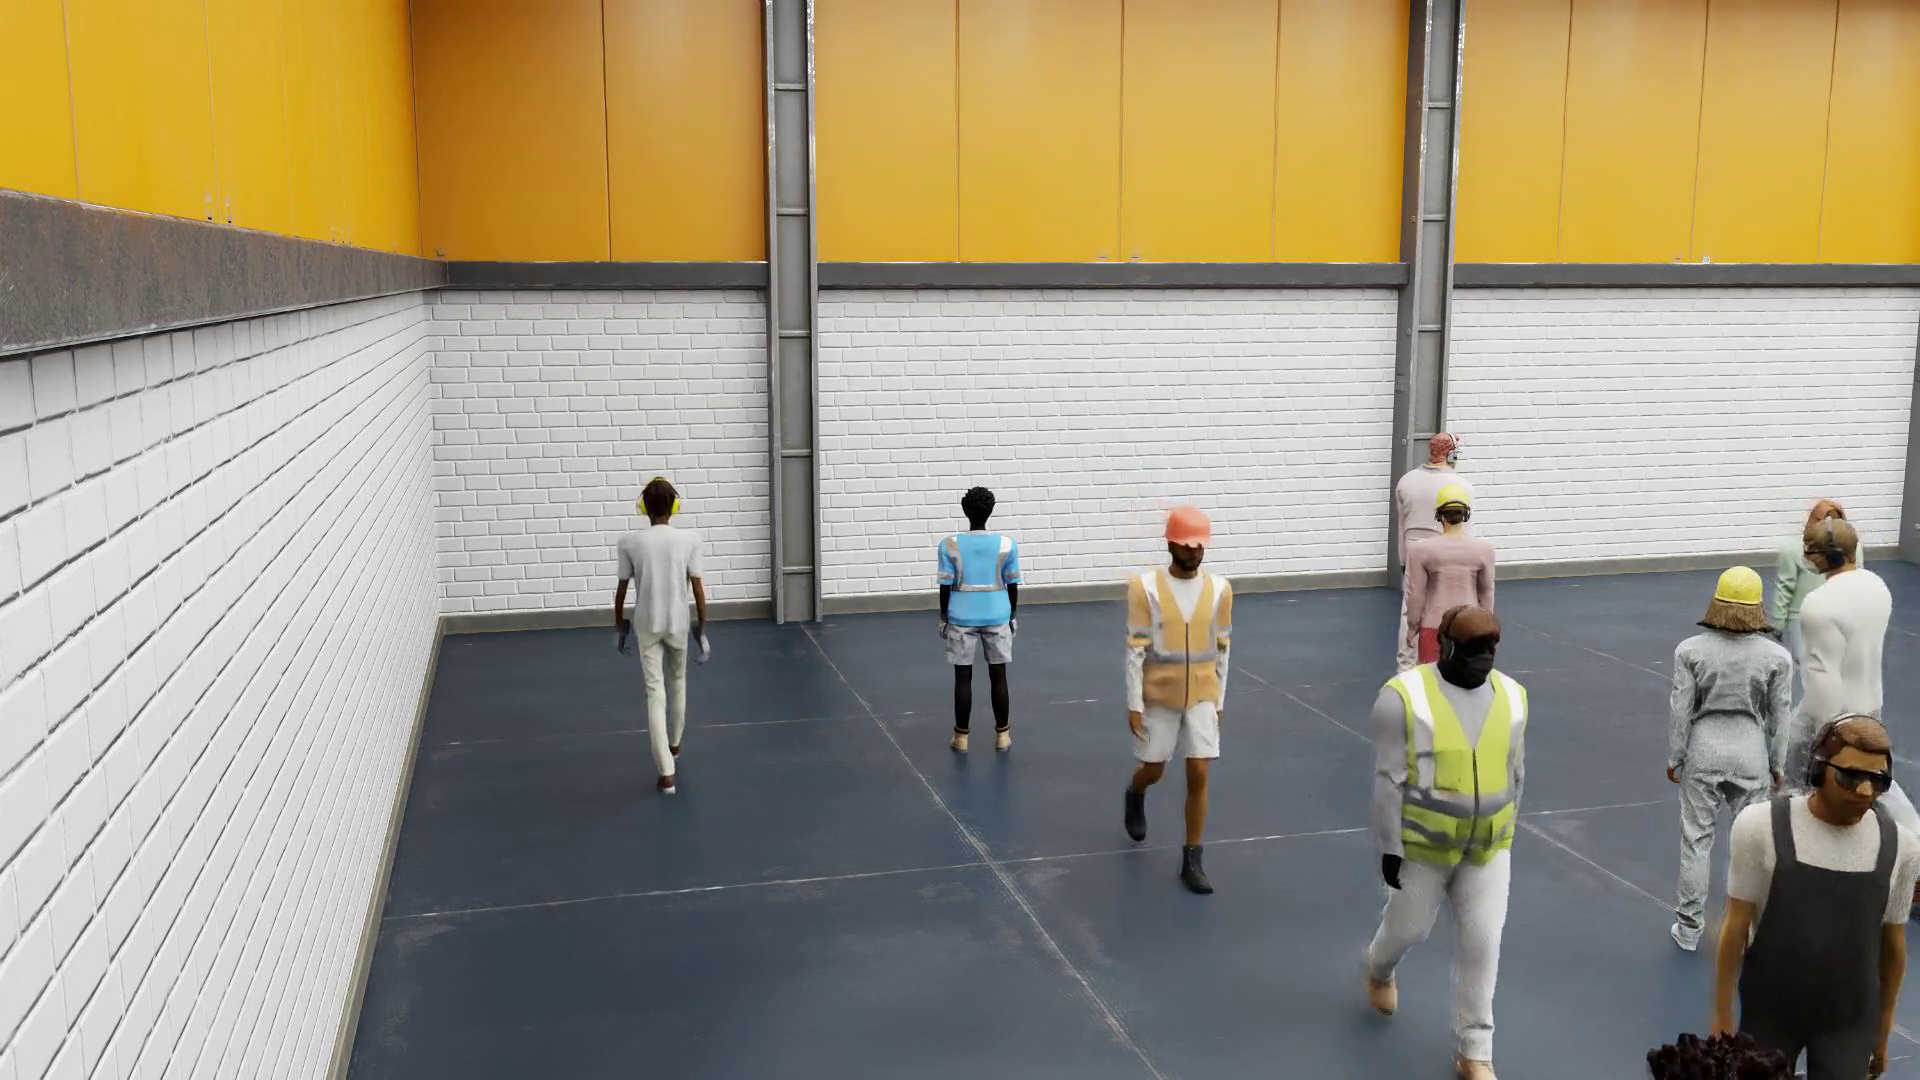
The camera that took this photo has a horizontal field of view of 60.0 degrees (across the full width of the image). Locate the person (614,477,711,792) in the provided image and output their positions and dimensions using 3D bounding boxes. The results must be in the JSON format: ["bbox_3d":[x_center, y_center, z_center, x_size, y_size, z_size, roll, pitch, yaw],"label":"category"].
[{"bbox_3d":[-1.803,0.533,9.998,0.553,1.809,0.957,-2,9,-14],"label":"person"}]

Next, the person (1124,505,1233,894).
[{"bbox_3d":[1.076,0.749,8.382,0.548,1.912,0.789,-1,9,-8],"label":"person"}]

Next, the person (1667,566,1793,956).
[{"bbox_3d":[3.421,0.980,7.431,0.492,1.742,0.323,3,10,20],"label":"person"}]

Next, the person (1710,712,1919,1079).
[{"bbox_3d":[2.451,1.356,4.845,0.529,1.828,0.680,2,9,15],"label":"person"}]

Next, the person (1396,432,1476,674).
[{"bbox_3d":[3.457,0.166,12.032,0.403,1.900,0.636,-7,12,-39],"label":"person"}]

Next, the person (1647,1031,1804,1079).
[{"bbox_3d":[1.025,1.681,2.478,0.668,1.929,0.503,1,9,3],"label":"person"}]

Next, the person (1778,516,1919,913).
[{"bbox_3d":[4.286,0.829,7.958,0.639,1.891,1.011,-5,11,-31],"label":"person"}]

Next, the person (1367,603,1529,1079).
[{"bbox_3d":[1.839,1.112,6.367,0.613,1.821,0.800,-1,9,-5],"label":"person"}]

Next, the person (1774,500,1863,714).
[{"bbox_3d":[5.462,0.552,10.537,0.502,1.606,0.668,0,9,1],"label":"person"}]

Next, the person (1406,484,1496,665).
[{"bbox_3d":[2.979,0.538,10.143,0.522,1.761,0.321,1,9,5],"label":"person"}]

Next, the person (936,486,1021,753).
[{"bbox_3d":[0.116,0.507,10.523,0.537,1.695,0.320,-1,9,-4],"label":"person"}]
